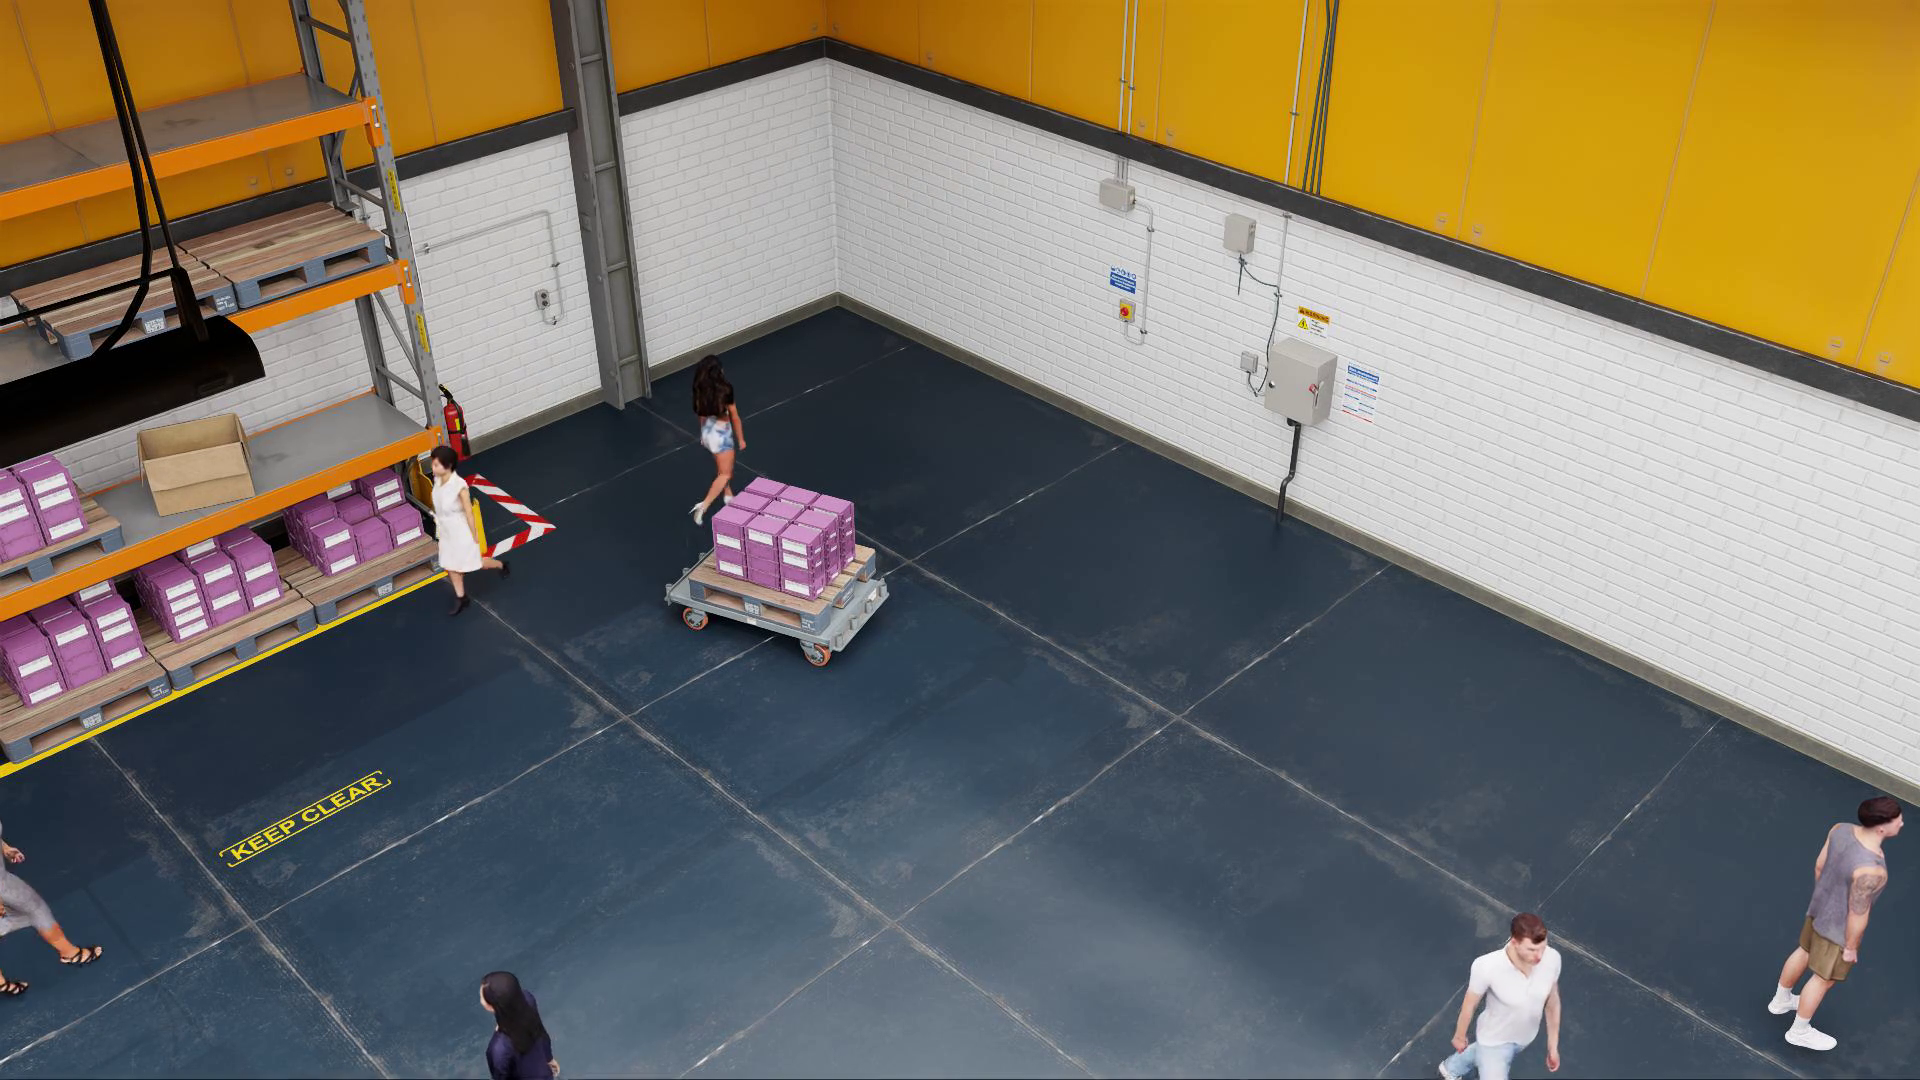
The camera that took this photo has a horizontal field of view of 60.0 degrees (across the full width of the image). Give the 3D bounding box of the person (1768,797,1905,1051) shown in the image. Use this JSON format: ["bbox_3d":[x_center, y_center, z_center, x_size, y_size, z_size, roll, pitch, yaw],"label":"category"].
[{"bbox_3d":[5.078,2.176,9.628,0.788,1.846,0.716,0,34,0],"label":"person"}]

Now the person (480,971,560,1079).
[{"bbox_3d":[-2.233,2.942,8.875,1.114,1.686,1.097,2,34,4],"label":"person"}]

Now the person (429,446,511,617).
[{"bbox_3d":[-4.052,-0.110,13.598,0.616,1.540,0.884,24,40,31],"label":"person"}]

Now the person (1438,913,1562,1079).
[{"bbox_3d":[2.954,2.672,9.178,1.280,1.799,1.097,-10,35,-14],"label":"person"}]

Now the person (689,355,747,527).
[{"bbox_3d":[-2.161,-0.833,14.629,0.647,1.603,0.977,21,39,28],"label":"person"}]

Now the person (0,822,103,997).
[{"bbox_3d":[-5.935,2.134,10.025,0.594,1.757,0.878,27,42,34],"label":"person"}]
